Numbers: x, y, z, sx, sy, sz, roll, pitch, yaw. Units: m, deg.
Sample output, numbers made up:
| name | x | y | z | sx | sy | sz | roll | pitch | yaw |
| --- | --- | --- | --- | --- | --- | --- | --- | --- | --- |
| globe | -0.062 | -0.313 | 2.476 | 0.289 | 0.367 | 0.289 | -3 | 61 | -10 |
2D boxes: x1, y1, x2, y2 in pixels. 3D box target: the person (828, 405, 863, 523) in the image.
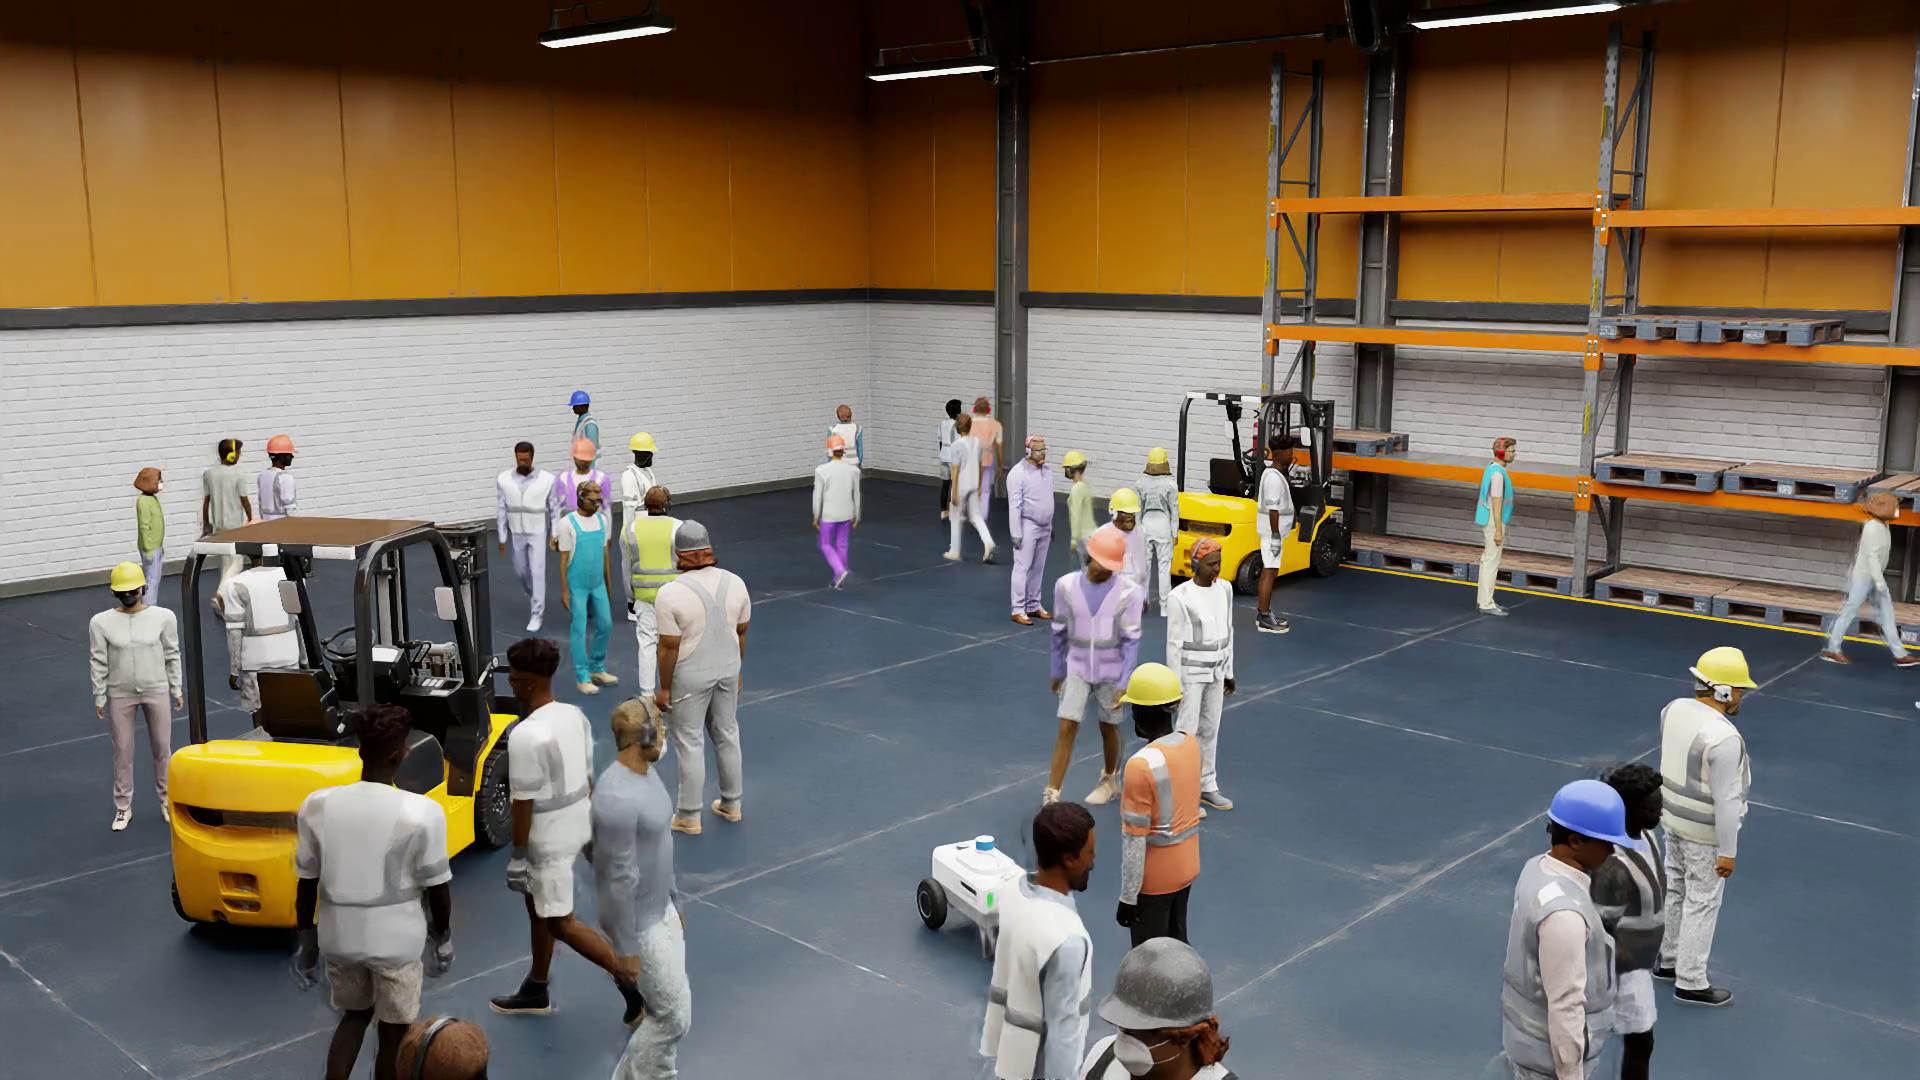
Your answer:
| name | x | y | z | sx | sy | sz | roll | pitch | yaw |
| --- | --- | --- | --- | --- | --- | --- | --- | --- | --- |
| person | -1.566 | -1.027 | 22.732 | 0.515 | 1.640 | 0.315 | -5 | 11 | -25 |

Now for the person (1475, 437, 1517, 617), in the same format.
| name | x | y | z | sx | sy | sz | roll | pitch | yaw |
| --- | --- | --- | --- | --- | --- | --- | --- | --- | --- |
| person | 5.501 | -0.147 | 17.135 | 0.373 | 1.843 | 0.571 | 2 | 10 | 13 |

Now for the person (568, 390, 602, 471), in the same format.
| name | x | y | z | sx | sy | sz | roll | pitch | yaw |
| --- | --- | --- | --- | --- | --- | --- | --- | --- | --- |
| person | -4.868 | -0.979 | 21.627 | 0.417 | 1.938 | 0.617 | -4 | 11 | -24 |

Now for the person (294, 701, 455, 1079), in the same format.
| name | x | y | z | sx | sy | sz | roll | pitch | yaw |
| --- | --- | --- | --- | --- | --- | --- | --- | --- | --- |
| person | -2.385 | 1.624 | 6.781 | 0.640 | 1.939 | 0.496 | 1 | 10 | 8 |

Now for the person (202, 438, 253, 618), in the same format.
| name | x | y | z | sx | sy | sz | roll | pitch | yaw |
| --- | --- | --- | --- | --- | --- | --- | --- | --- | --- |
| person | -7.560 | -0.126 | 17.088 | 0.572 | 1.835 | 0.754 | 2 | 10 | 14 |

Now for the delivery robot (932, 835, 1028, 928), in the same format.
| name | x | y | z | sx | sy | sz | roll | pitch | yaw |
| --- | --- | --- | --- | --- | --- | --- | --- | --- | --- |
| delivery robot | 0.136 | 1.863 | 9.100 | 0.477 | 0.478 | 0.707 | -5 | 11 | -27 |

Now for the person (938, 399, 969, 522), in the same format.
| name | x | y | z | sx | sy | sz | roll | pitch | yaw |
| --- | --- | --- | --- | --- | --- | --- | --- | --- | --- |
| person | -0.096 | -1.101 | 22.992 | 0.316 | 1.695 | 0.541 | -7 | 12 | -35 |

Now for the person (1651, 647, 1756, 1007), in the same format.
| name | x | y | z | sx | sy | sz | roll | pitch | yaw |
| --- | --- | --- | --- | --- | --- | --- | --- | --- | --- |
| person | 3.708 | 1.419 | 8.302 | 0.403 | 1.819 | 0.600 | -1 | 10 | -5 |

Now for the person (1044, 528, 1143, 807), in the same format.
| name | x | y | z | sx | sy | sz | roll | pitch | yaw |
| --- | --- | --- | --- | --- | --- | --- | --- | --- | --- |
| person | 0.879 | 0.882 | 10.942 | 0.625 | 1.965 | 0.920 | 3 | 10 | 17 |

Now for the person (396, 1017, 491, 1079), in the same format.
| name | x | y | z | sx | sy | sz | roll | pitch | yaw |
| --- | --- | --- | --- | --- | --- | --- | --- | --- | --- |
| person | -1.347 | 2.116 | 4.367 | 0.476 | 1.822 | 0.670 | 2 | 10 | 10 |

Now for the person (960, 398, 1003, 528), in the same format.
| name | x | y | z | sx | sy | sz | roll | pitch | yaw |
| --- | --- | --- | --- | --- | --- | --- | --- | --- | --- |
| person | 0.275 | -0.985 | 22.061 | 0.569 | 1.795 | 0.907 | 1 | 10 | 7 |

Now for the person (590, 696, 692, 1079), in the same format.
| name | x | y | z | sx | sy | sz | roll | pitch | yaw |
| --- | --- | --- | --- | --- | --- | --- | --- | --- | --- |
| person | -1.299 | 1.606 | 6.973 | 0.438 | 1.908 | 0.663 | 0 | 10 | 2 |

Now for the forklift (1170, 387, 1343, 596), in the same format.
| name | x | y | z | sx | sy | sz | roll | pitch | yaw |
| --- | --- | --- | --- | --- | --- | --- | --- | --- | --- |
| forklift | 3.298 | -0.608 | 18.767 | 1.214 | 2.155 | 2.313 | 9 | 13 | 42 |

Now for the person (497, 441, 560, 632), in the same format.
| name | x | y | z | sx | sy | sz | roll | pitch | yaw |
| --- | --- | --- | --- | --- | --- | --- | --- | --- | --- |
| person | -4.284 | -0.075 | 16.626 | 0.603 | 1.888 | 0.776 | 0 | 10 | 3 |

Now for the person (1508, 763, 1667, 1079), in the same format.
| name | x | y | z | sx | sy | sz | roll | pitch | yaw |
| --- | --- | --- | --- | --- | --- | --- | --- | --- | --- |
| person | 2.714 | 1.723 | 6.981 | 0.734 | 1.672 | 0.533 | 6 | 12 | 31 |

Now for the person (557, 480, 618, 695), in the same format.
| name | x | y | z | sx | sy | sz | roll | pitch | yaw |
| --- | --- | --- | --- | --- | --- | --- | --- | --- | --- |
| person | -3.162 | 0.396 | 14.103 | 0.405 | 1.831 | 0.530 | 8 | 13 | 40 |

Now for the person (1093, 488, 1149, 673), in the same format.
| name | x | y | z | sx | sy | sz | roll | pitch | yaw |
| --- | --- | --- | --- | --- | --- | --- | --- | --- | --- |
| person | 1.330 | 0.468 | 13.715 | 0.596 | 1.822 | 0.403 | -7 | 12 | -36 |

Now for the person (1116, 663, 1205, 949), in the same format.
| name | x | y | z | sx | sy | sz | roll | pitch | yaw |
| --- | --- | --- | --- | --- | --- | --- | --- | --- | --- |
| person | 0.887 | 1.501 | 7.565 | 0.393 | 1.919 | 0.581 | 7 | 12 | 33 |

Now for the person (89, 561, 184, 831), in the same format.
| name | x | y | z | sx | sy | sz | roll | pitch | yaw |
| --- | --- | --- | --- | --- | --- | --- | --- | --- | --- |
| person | -5.336 | 1.005 | 10.806 | 0.533 | 1.767 | 0.326 | -5 | 11 | -26 |

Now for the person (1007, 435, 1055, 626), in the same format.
| name | x | y | z | sx | sy | sz | roll | pitch | yaw |
| --- | --- | --- | --- | --- | --- | --- | --- | --- | --- |
| person | 0.750 | -0.108 | 16.745 | 0.402 | 1.906 | 0.652 | 8 | 13 | 38 |

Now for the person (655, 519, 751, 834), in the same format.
| name | x | y | z | sx | sy | sz | roll | pitch | yaw |
| --- | --- | --- | --- | --- | --- | --- | --- | --- | --- |
| person | -1.720 | 0.868 | 10.801 | 0.684 | 2.000 | 0.535 | -9 | 14 | -43 |

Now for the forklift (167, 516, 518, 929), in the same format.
| name | x | y | z | sx | sy | sz | roll | pitch | yaw |
| --- | --- | --- | --- | --- | --- | --- | --- | --- | --- |
| forklift | -3.583 | 0.976 | 9.748 | 1.214 | 2.155 | 2.313 | 2 | 10 | 11 |

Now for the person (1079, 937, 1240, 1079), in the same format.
| name | x | y | z | sx | sy | sz | roll | pitch | yaw |
| --- | --- | --- | --- | --- | --- | --- | --- | --- | --- |
| person | 0.472 | 2.007 | 4.319 | 0.537 | 2.000 | 0.683 | -8 | 13 | -38 |

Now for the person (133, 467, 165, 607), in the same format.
| name | x | y | z | sx | sy | sz | roll | pitch | yaw |
| --- | --- | --- | --- | --- | --- | --- | --- | --- | --- |
| person | -7.951 | 0.091 | 16.390 | 0.268 | 1.630 | 0.507 | -3 | 10 | -15 |

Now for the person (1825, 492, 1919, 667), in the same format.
| name | x | y | z | sx | sy | sz | roll | pitch | yaw |
| --- | --- | --- | --- | --- | --- | --- | --- | --- | --- |
| person | 8.238 | 0.371 | 14.897 | 0.512 | 1.592 | 0.831 | -9 | 13 | -42 |

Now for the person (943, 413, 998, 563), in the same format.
| name | x | y | z | sx | sy | sz | roll | pitch | yaw |
| --- | --- | --- | --- | --- | --- | --- | --- | --- | --- |
| person | 0.114 | -0.616 | 19.911 | 0.512 | 1.820 | 0.807 | -8 | 13 | -38 |

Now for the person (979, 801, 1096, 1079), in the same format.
| name | x | y | z | sx | sy | sz | roll | pitch | yaw |
| --- | --- | --- | --- | --- | --- | --- | --- | --- | --- |
| person | 0.208 | 1.829 | 5.785 | 0.723 | 1.893 | 0.592 | -3 | 10 | -16 |

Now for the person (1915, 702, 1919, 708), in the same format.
| name | x | y | z | sx | sy | sz | roll | pitch | yaw |
| --- | --- | --- | --- | --- | --- | --- | --- | --- | --- |
| person | 7.898 | 0.575 | 13.355 | 0.509 | 1.717 | 0.573 | -6 | 12 | -32 |

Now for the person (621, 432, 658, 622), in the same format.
| name | x | y | z | sx | sy | sz | roll | pitch | yaw |
| --- | --- | --- | --- | --- | --- | --- | --- | --- | --- |
| person | -3.203 | -0.133 | 16.823 | 0.375 | 1.925 | 0.595 | 2 | 10 | 8 |

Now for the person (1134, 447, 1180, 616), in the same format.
| name | x | y | z | sx | sy | sz | roll | pitch | yaw |
| --- | --- | --- | --- | --- | --- | --- | --- | --- | --- |
| person | 2.026 | -0.088 | 17.086 | 0.487 | 1.746 | 0.289 | 5 | 11 | 27 |

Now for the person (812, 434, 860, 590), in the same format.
| name | x | y | z | sx | sy | sz | roll | pitch | yaw |
| --- | --- | --- | --- | --- | --- | --- | --- | --- | --- |
| person | -1.341 | -0.291 | 18.251 | 0.582 | 1.739 | 0.490 | -7 | 12 | -33 |

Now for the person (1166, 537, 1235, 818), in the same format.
| name | x | y | z | sx | sy | sz | roll | pitch | yaw |
| --- | --- | --- | --- | --- | --- | --- | --- | --- | --- |
| person | 1.609 | 0.905 | 11.063 | 0.565 | 1.880 | 0.359 | -8 | 13 | -38 |

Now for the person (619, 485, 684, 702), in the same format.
| name | x | y | z | sx | sy | sz | roll | pitch | yaw |
| --- | --- | --- | --- | --- | --- | --- | --- | --- | --- |
| person | -2.458 | 0.463 | 13.679 | 0.627 | 1.844 | 0.429 | 0 | 10 | 1 |

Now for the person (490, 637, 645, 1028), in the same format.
| name | x | y | z | sx | sy | sz | roll | pitch | yaw |
| --- | --- | --- | --- | --- | --- | --- | --- | --- | --- |
| person | -1.870 | 1.418 | 7.982 | 0.883 | 1.936 | 0.603 | 2 | 10 | 9 |

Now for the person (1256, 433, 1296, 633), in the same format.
| name | x | y | z | sx | sy | sz | roll | pitch | yaw |
| --- | --- | --- | --- | --- | --- | --- | --- | --- | --- |
| person | 3.106 | -0.078 | 16.401 | 0.362 | 1.963 | 0.613 | 1 | 10 | 8 |

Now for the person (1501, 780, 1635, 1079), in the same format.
| name | x | y | z | sx | sy | sz | roll | pitch | yaw |
| --- | --- | --- | --- | --- | --- | --- | --- | --- | --- |
| person | 2.120 | 1.783 | 5.888 | 0.403 | 1.937 | 0.604 | 2 | 10 | 10 |

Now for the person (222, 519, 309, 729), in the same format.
| name | x | y | z | sx | sy | sz | roll | pitch | yaw |
| --- | --- | --- | --- | --- | --- | --- | --- | --- | --- |
| person | -4.745 | 0.816 | 11.400 | 0.548 | 1.934 | 0.374 | -8 | 13 | -38 |

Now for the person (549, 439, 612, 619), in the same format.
| name | x | y | z | sx | sy | sz | roll | pitch | yaw |
| --- | --- | --- | --- | --- | --- | --- | --- | --- | --- |
| person | -3.791 | -0.076 | 16.619 | 0.570 | 1.877 | 0.979 | 1 | 10 | 6 |

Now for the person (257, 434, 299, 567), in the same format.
| name | x | y | z | sx | sy | sz | roll | pitch | yaw |
| --- | --- | --- | --- | --- | --- | --- | --- | --- | --- |
| person | -6.700 | -0.080 | 16.494 | 0.549 | 1.936 | 0.376 | 8 | 13 | 37 |
